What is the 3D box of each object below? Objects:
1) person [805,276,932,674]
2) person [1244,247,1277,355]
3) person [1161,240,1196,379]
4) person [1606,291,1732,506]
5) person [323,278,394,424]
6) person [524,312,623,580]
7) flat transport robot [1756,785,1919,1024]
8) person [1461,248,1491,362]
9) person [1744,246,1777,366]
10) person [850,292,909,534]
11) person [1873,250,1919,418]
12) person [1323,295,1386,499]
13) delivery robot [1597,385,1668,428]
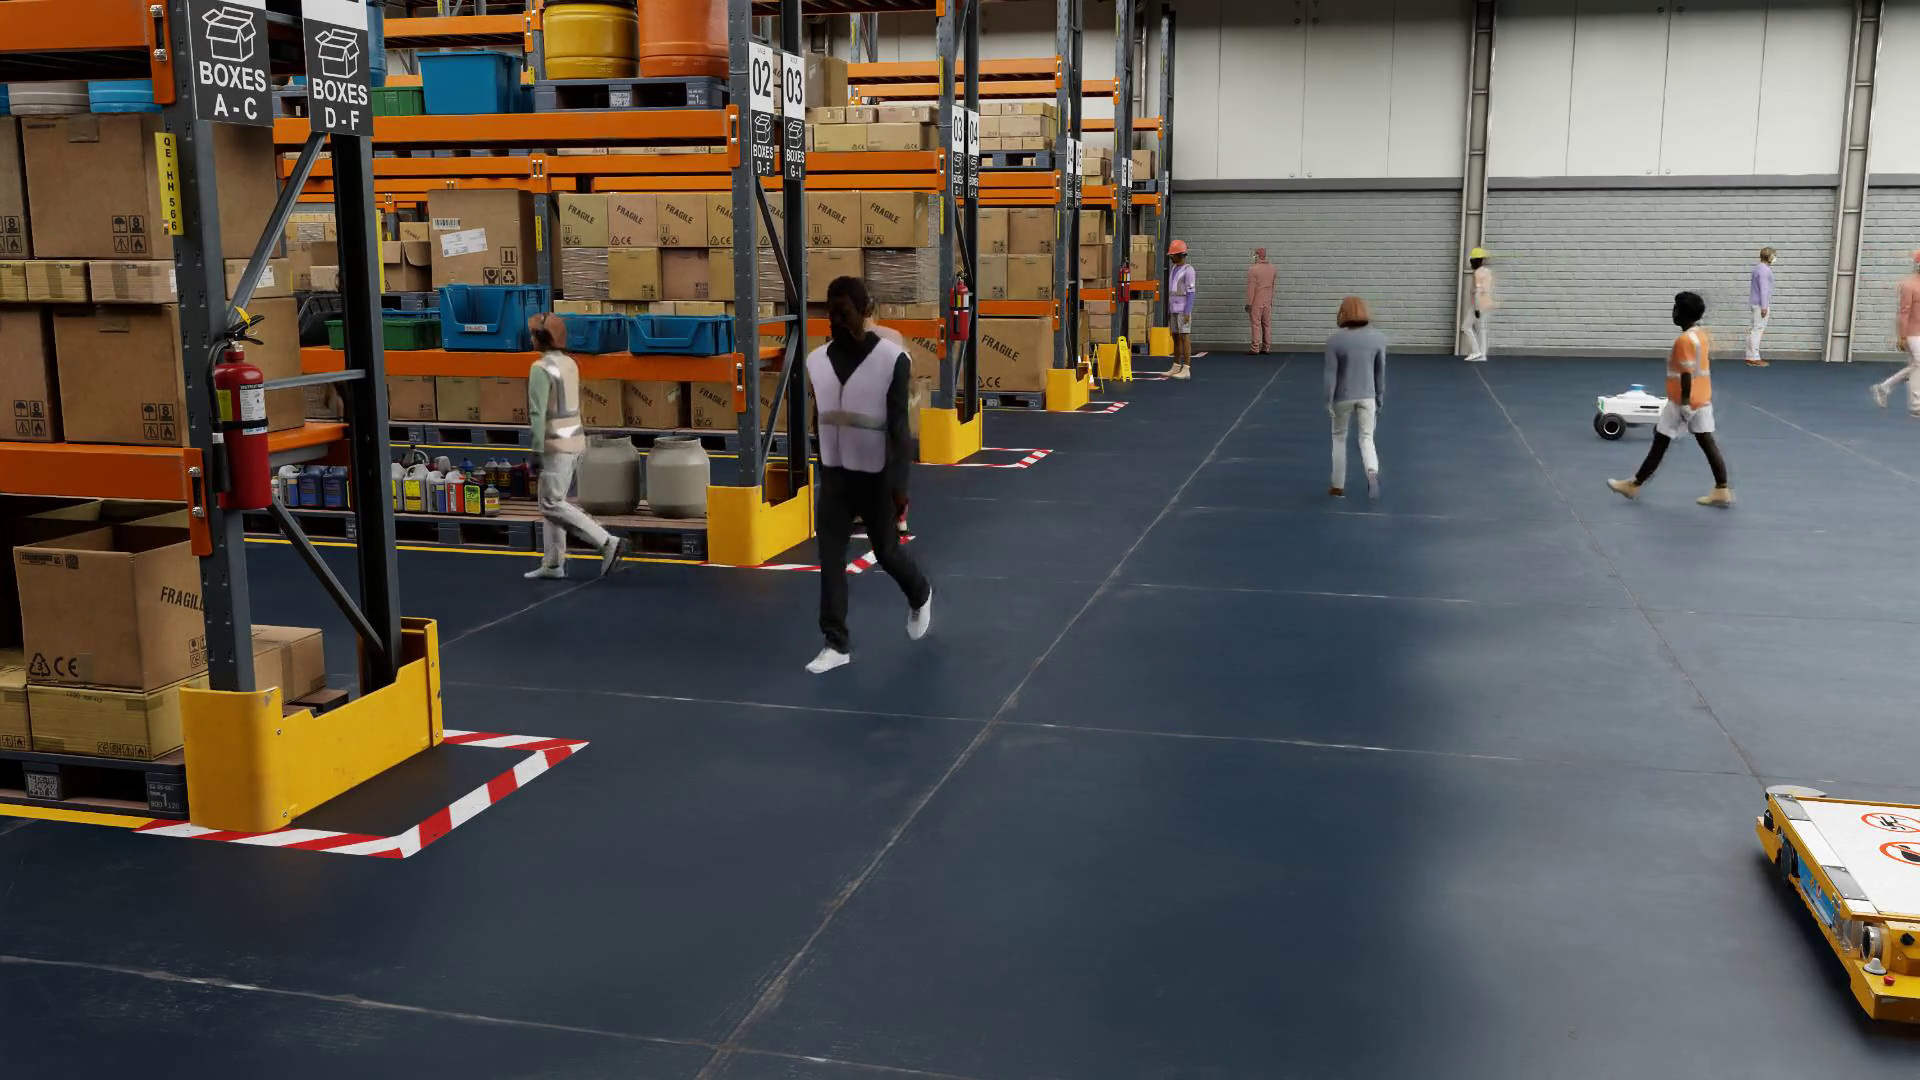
[{"bbox_3d":[-0.452,-0.343,8.102,0.596,1.883,0.886,5,11,26],"label":"person"},{"bbox_3d":[5.333,-4.251,29.664,0.643,1.908,0.411,-8,13,-36],"label":"person"},{"bbox_3d":[3.222,-3.391,24.545,0.392,2.035,0.605,-4,11,-21],"label":"person"},{"bbox_3d":[5.562,-1.090,12.847,0.928,1.637,0.540,8,13,39],"label":"person"},{"bbox_3d":[-4.623,-1.202,13.012,0.837,1.814,0.547,3,11,16],"label":"person"},{"bbox_3d":[-2.322,-0.539,9.868,0.599,1.619,0.530,2,10,8],"label":"person"},{"bbox_3d":[2.841,1.041,4.873,0.652,0.197,1.431,3,11,14],"label":"flat transport robot"},{"bbox_3d":[8.652,-3.931,27.868,0.490,1.907,0.607,6,12,32],"label":"person"},{"bbox_3d":[13.019,-3.793,27.038,0.353,1.937,0.635,3,11,15],"label":"person"},{"bbox_3d":[-0.595,-0.916,11.700,0.637,1.719,0.731,-5,11,-26],"label":"person"},{"bbox_3d":[11.038,-2.409,19.282,0.621,1.971,0.774,-6,12,-30],"label":"person"},{"bbox_3d":[3.099,-1.103,13.030,0.509,1.611,0.627,0,10,-1],"label":"person"},{"bbox_3d":[6.946,-1.356,17.111,0.707,0.478,0.477,3,11,16],"label":"delivery robot"}]
